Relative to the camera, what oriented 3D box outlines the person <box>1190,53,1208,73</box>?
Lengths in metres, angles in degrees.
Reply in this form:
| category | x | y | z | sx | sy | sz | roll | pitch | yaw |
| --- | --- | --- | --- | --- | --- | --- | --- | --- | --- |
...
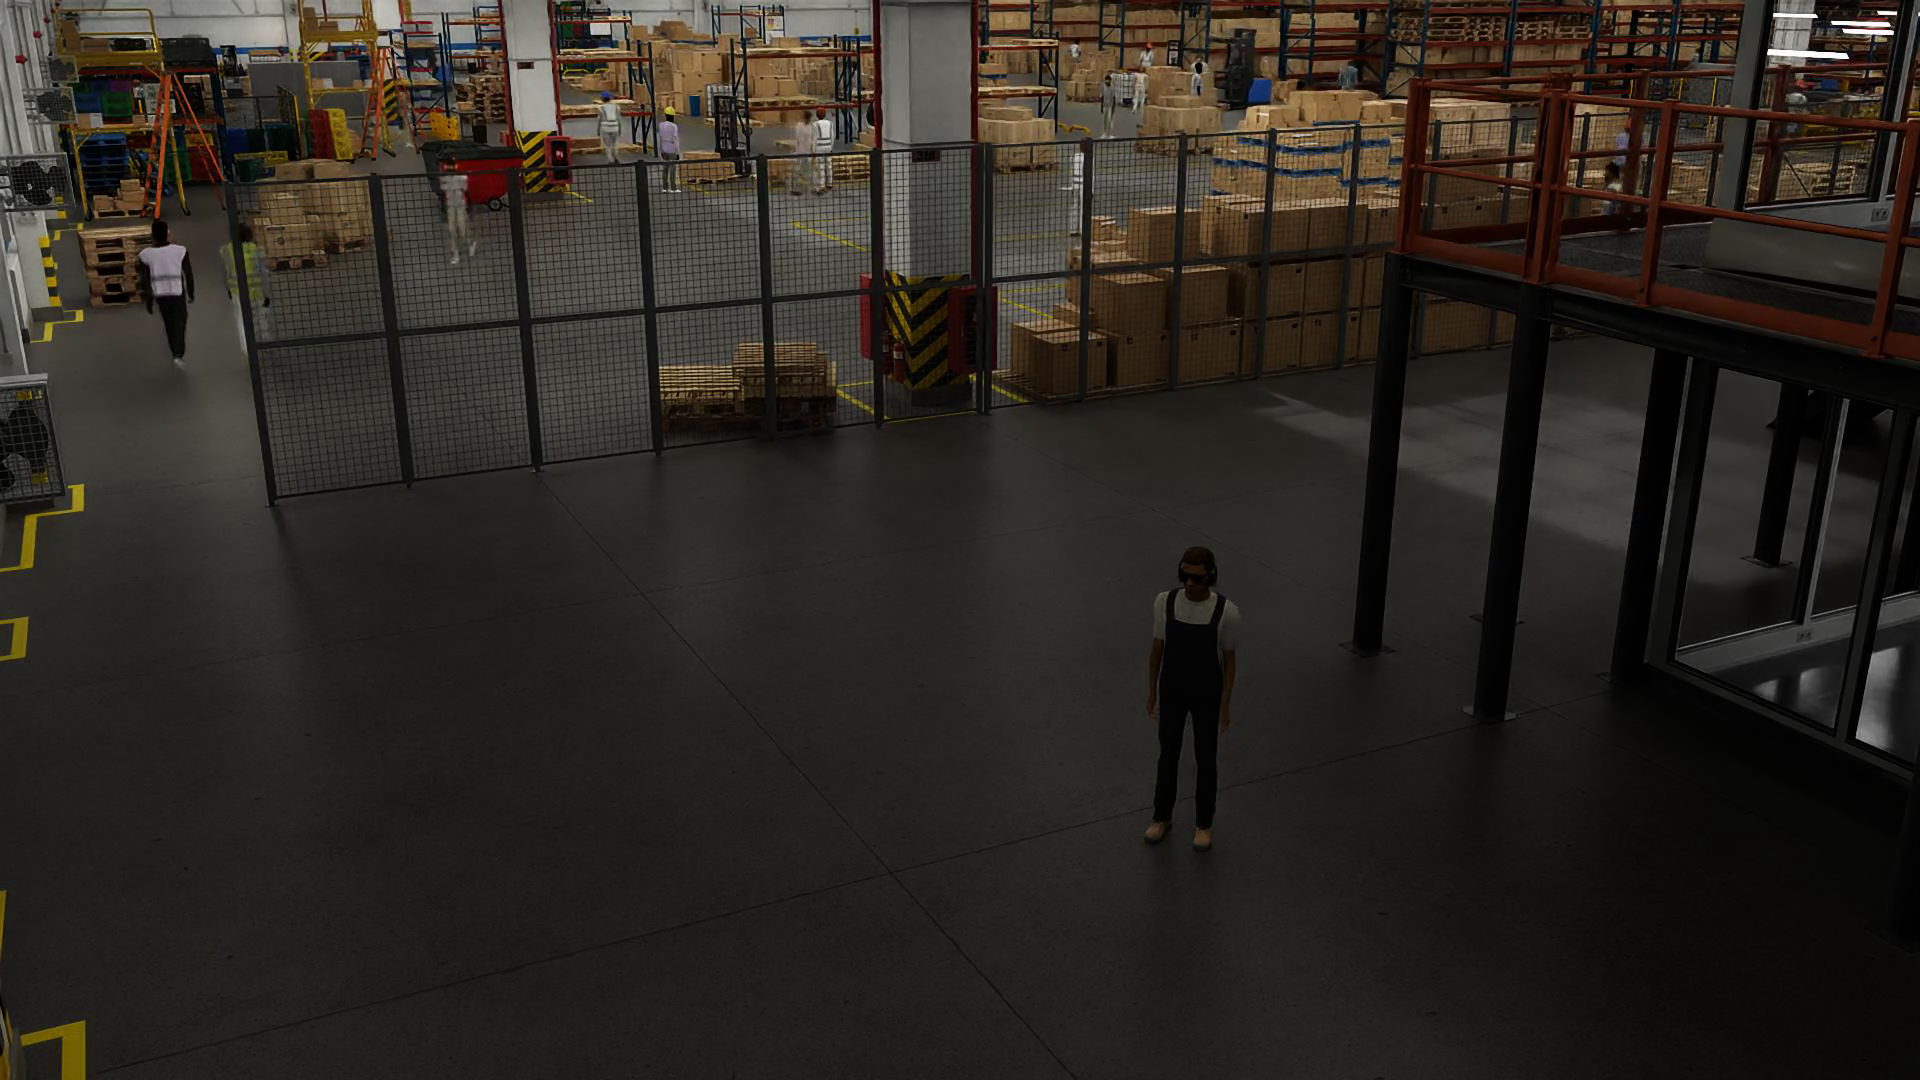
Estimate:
| category | x | y | z | sx | sy | sz | roll | pitch | yaw |
| --- | --- | --- | --- | --- | --- | --- | --- | --- | --- |
| person | 8.704 | -16.755 | 60.674 | 0.653 | 1.930 | 0.443 | 4 | 19 | 11 |

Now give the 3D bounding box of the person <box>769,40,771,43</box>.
| category | x | y | z | sx | sy | sz | roll | pitch | yaw |
| --- | --- | --- | --- | --- | --- | --- | --- | --- | --- |
| person | -8.750 | -22.656 | 78.189 | 0.833 | 1.667 | 0.539 | -1 | 19 | -4 |

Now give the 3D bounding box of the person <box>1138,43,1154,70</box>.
| category | x | y | z | sx | sy | sz | roll | pitch | yaw |
| --- | --- | --- | --- | --- | --- | --- | --- | --- | --- |
| person | 7.820 | -19.943 | 69.984 | 0.619 | 1.885 | 0.867 | 1 | 19 | 4 |

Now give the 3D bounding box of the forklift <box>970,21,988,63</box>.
| category | x | y | z | sx | sy | sz | roll | pitch | yaw |
| --- | --- | --- | --- | --- | --- | --- | --- | --- | --- |
| forklift | 0.629 | -19.506 | 67.214 | 1.129 | 2.768 | 1.873 | -9 | 21 | -25 |

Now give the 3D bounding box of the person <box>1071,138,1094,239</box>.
| category | x | y | z | sx | sy | sz | roll | pitch | yaw |
| --- | --- | --- | --- | --- | --- | --- | --- | --- | --- |
| person | 2.309 | -6.633 | 31.422 | 0.348 | 1.878 | 0.568 | -17 | 25 | -40 |

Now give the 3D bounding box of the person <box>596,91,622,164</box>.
| category | x | y | z | sx | sy | sz | roll | pitch | yaw |
| --- | --- | --- | --- | --- | --- | --- | --- | --- | --- |
| person | -9.050 | -10.571 | 42.784 | 0.633 | 1.908 | 0.736 | -13 | 23 | -32 |

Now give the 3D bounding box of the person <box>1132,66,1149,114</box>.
| category | x | y | z | sx | sy | sz | roll | pitch | yaw |
| --- | --- | --- | --- | --- | --- | --- | --- | --- | --- |
| person | 6.317 | -15.749 | 58.231 | 0.534 | 1.613 | 0.541 | 7 | 20 | 18 |

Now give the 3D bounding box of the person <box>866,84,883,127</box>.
| category | x | y | z | sx | sy | sz | roll | pitch | yaw |
| --- | --- | --- | --- | --- | --- | --- | --- | --- | --- |
| person | -2.215 | -11.103 | 44.125 | 0.537 | 2.000 | 0.682 | -1 | 19 | -4 |

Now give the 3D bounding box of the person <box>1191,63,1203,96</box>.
| category | x | y | z | sx | sy | sz | roll | pitch | yaw |
| --- | --- | --- | --- | --- | --- | --- | --- | --- | --- |
| person | 7.731 | -14.544 | 54.212 | 0.367 | 1.966 | 0.607 | -3 | 19 | -7 |

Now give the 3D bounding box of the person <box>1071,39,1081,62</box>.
| category | x | y | z | sx | sy | sz | roll | pitch | yaw |
| --- | --- | --- | --- | --- | --- | --- | --- | --- | --- |
| person | 5.508 | -22.997 | 79.167 | 0.567 | 1.657 | 0.444 | 14 | 23 | 35 |

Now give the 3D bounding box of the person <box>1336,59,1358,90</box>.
| category | x | y | z | sx | sy | sz | roll | pitch | yaw |
| --- | --- | --- | --- | --- | --- | --- | --- | --- | --- |
| person | 13.484 | -15.786 | 57.959 | 0.759 | 1.854 | 1.010 | 8 | 20 | 21 |

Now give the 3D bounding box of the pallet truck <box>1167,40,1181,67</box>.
| category | x | y | z | sx | sy | sz | roll | pitch | yaw |
| --- | --- | --- | --- | --- | --- | --- | --- | --- | --- |
| pallet truck | 9.045 | -19.971 | 69.895 | 0.823 | 1.965 | 1.885 | -3 | 19 | -8 |

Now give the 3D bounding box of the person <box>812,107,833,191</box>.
| category | x | y | z | sx | sy | sz | roll | pitch | yaw |
| --- | --- | --- | --- | --- | --- | --- | --- | --- | --- |
| person | -3.148 | -8.952 | 38.126 | 0.574 | 1.883 | 0.361 | -15 | 24 | -37 |

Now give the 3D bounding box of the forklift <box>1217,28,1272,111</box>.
| category | x | y | z | sx | sy | sz | roll | pitch | yaw |
| --- | --- | --- | --- | --- | --- | --- | --- | --- | --- |
| forklift | 10.156 | -16.848 | 59.509 | 1.873 | 2.768 | 1.129 | -9 | 21 | -25 |

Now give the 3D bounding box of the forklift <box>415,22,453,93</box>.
| category | x | y | z | sx | sy | sz | roll | pitch | yaw |
| --- | --- | --- | --- | --- | --- | --- | --- | --- | --- |
| forklift | -21.545 | -19.432 | 67.000 | 1.129 | 2.768 | 1.873 | 7 | 20 | 20 |

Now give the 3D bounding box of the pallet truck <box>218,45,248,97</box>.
| category | x | y | z | sx | sy | sz | roll | pitch | yaw |
| --- | --- | --- | --- | --- | --- | --- | --- | --- | --- |
| pallet truck | -28.879 | -18.665 | 66.111 | 0.823 | 1.965 | 1.885 | -3 | 19 | -9 |

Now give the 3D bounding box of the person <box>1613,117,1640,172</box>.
| category | x | y | z | sx | sy | sz | roll | pitch | yaw |
| --- | --- | --- | --- | --- | --- | --- | --- | --- | --- |
| person | 14.050 | -7.970 | 35.214 | 0.578 | 1.920 | 0.653 | 16 | 25 | 38 |

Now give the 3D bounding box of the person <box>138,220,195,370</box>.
| category | x | y | z | sx | sy | sz | roll | pitch | yaw |
| --- | --- | --- | --- | --- | --- | --- | --- | --- | --- |
| person | -10.117 | -3.132 | 21.267 | 0.573 | 1.877 | 0.921 | -4 | 19 | -12 |

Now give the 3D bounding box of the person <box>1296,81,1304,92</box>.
| category | x | y | z | sx | sy | sz | roll | pitch | yaw |
| --- | --- | --- | --- | --- | --- | --- | --- | --- | --- |
| person | 10.232 | -13.017 | 50.255 | 0.877 | 1.643 | 0.551 | 6 | 20 | 18 |

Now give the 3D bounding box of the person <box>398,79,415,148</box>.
| category | x | y | z | sx | sy | sz | roll | pitch | yaw |
| --- | --- | --- | --- | --- | --- | --- | --- | --- | --- |
| person | -15.656 | -12.101 | 47.201 | 0.494 | 1.908 | 0.605 | 1 | 19 | 4 |

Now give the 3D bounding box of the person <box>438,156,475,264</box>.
| category | x | y | z | sx | sy | sz | roll | pitch | yaw |
| --- | --- | --- | --- | --- | --- | --- | --- | --- | --- |
| person | -8.759 | -5.760 | 28.941 | 0.566 | 1.843 | 0.633 | 1 | 19 | 3 |

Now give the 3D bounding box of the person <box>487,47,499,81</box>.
| category | x | y | z | sx | sy | sz | roll | pitch | yaw |
| --- | --- | --- | --- | --- | --- | --- | --- | --- | --- |
| person | -19.986 | -20.299 | 71.329 | 0.549 | 1.658 | 0.620 | 0 | 19 | 1 |

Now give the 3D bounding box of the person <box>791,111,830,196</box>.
| category | x | y | z | sx | sy | sz | roll | pitch | yaw |
| --- | --- | --- | --- | --- | --- | --- | --- | --- | --- |
| person | -3.391 | -8.611 | 37.134 | 1.027 | 1.873 | 0.664 | 9 | 21 | 25 |

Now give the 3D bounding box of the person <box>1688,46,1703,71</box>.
| category | x | y | z | sx | sy | sz | roll | pitch | yaw |
| --- | --- | --- | --- | --- | --- | --- | --- | --- | --- |
| person | 31.252 | -20.083 | 70.618 | 0.529 | 1.732 | 0.865 | 1 | 19 | 2 |

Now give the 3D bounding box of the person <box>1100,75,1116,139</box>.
| category | x | y | z | sx | sy | sz | roll | pitch | yaw |
| --- | --- | --- | --- | --- | --- | --- | --- | --- | --- |
| person | 4.429 | -12.941 | 49.734 | 0.531 | 1.859 | 0.332 | 14 | 24 | 36 |

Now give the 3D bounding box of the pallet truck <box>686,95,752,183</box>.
| category | x | y | z | sx | sy | sz | roll | pitch | yaw |
| --- | --- | --- | --- | --- | --- | --- | --- | --- | --- |
| pallet truck | -5.836 | -9.608 | 39.856 | 0.823 | 1.965 | 1.885 | 10 | 22 | 27 |

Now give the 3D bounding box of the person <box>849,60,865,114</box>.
| category | x | y | z | sx | sy | sz | roll | pitch | yaw |
| --- | --- | --- | --- | --- | --- | --- | --- | --- | --- |
| person | -3.645 | -15.888 | 58.322 | 0.749 | 1.825 | 0.630 | 14 | 24 | 36 |

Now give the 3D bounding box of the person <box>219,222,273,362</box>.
| category | x | y | z | sx | sy | sz | roll | pitch | yaw |
| --- | --- | --- | --- | --- | --- | --- | --- | --- | --- |
| person | -9.319 | -3.255 | 21.781 | 0.618 | 1.788 | 1.013 | -5 | 20 | -15 |

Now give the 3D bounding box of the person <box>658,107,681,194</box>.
| category | x | y | z | sx | sy | sz | roll | pitch | yaw |
| --- | --- | --- | --- | --- | --- | --- | --- | --- | --- |
| person | -6.573 | -8.843 | 37.757 | 0.583 | 1.921 | 0.390 | 13 | 23 | 34 |

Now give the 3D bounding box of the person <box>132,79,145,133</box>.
| category | x | y | z | sx | sy | sz | roll | pitch | yaw |
| --- | --- | --- | --- | --- | --- | --- | --- | --- | --- |
| person | -25.372 | -13.404 | 51.415 | 0.526 | 1.631 | 0.320 | 6 | 20 | 17 |

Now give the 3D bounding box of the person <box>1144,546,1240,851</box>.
| category | x | y | z | sx | sy | sz | roll | pitch | yaw |
| --- | --- | --- | --- | --- | --- | --- | --- | --- | --- |
| person | 1.329 | 0.908 | 9.603 | 0.508 | 1.846 | 0.345 | 6 | 20 | 18 |

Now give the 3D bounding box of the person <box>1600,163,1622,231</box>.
| category | x | y | z | sx | sy | sz | roll | pitch | yaw |
| --- | --- | --- | --- | --- | --- | --- | --- | --- | --- |
| person | 10.779 | -5.291 | 27.531 | 0.976 | 1.880 | 0.605 | 8 | 20 | 21 |
